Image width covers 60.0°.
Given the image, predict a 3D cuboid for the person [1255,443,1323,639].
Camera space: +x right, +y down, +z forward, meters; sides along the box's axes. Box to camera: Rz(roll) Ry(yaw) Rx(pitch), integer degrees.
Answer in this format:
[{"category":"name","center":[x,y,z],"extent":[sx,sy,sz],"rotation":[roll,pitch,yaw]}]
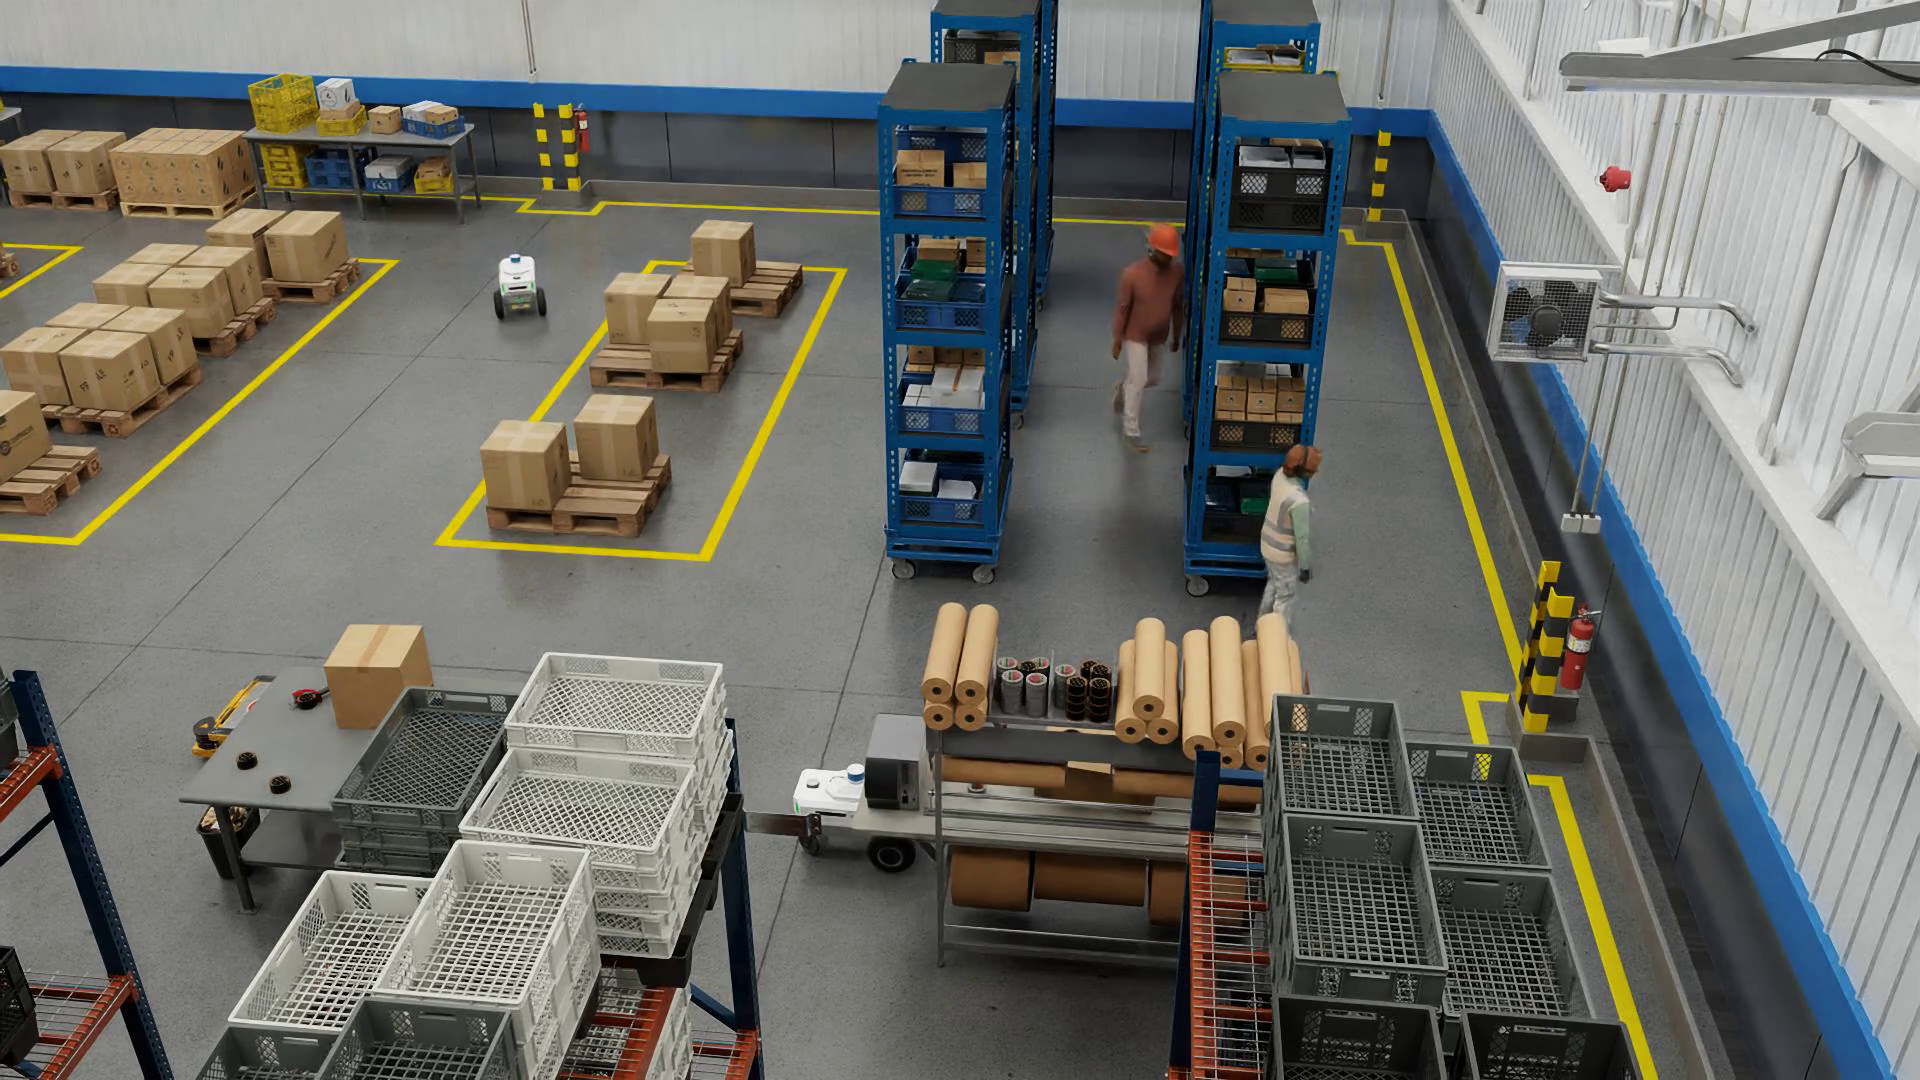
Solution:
[{"category":"person","center":[2.185,0.078,11.180],"extent":[0.340,1.629,0.572],"rotation":[-4,30,-6]}]

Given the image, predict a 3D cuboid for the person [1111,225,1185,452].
[{"category":"person","center":[1.530,-1.777,14.036],"extent":[0.652,1.952,0.744],"rotation":[-14,33,-22]}]

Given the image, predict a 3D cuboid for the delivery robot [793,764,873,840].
[{"category":"delivery robot","center":[-0.600,1.521,9.664],"extent":[0.707,0.478,0.477],"rotation":[4,31,7]}]

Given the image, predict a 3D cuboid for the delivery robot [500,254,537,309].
[{"category":"delivery robot","center":[-4.470,-2.648,16.824],"extent":[0.477,0.478,0.707],"rotation":[-6,31,-11]}]
